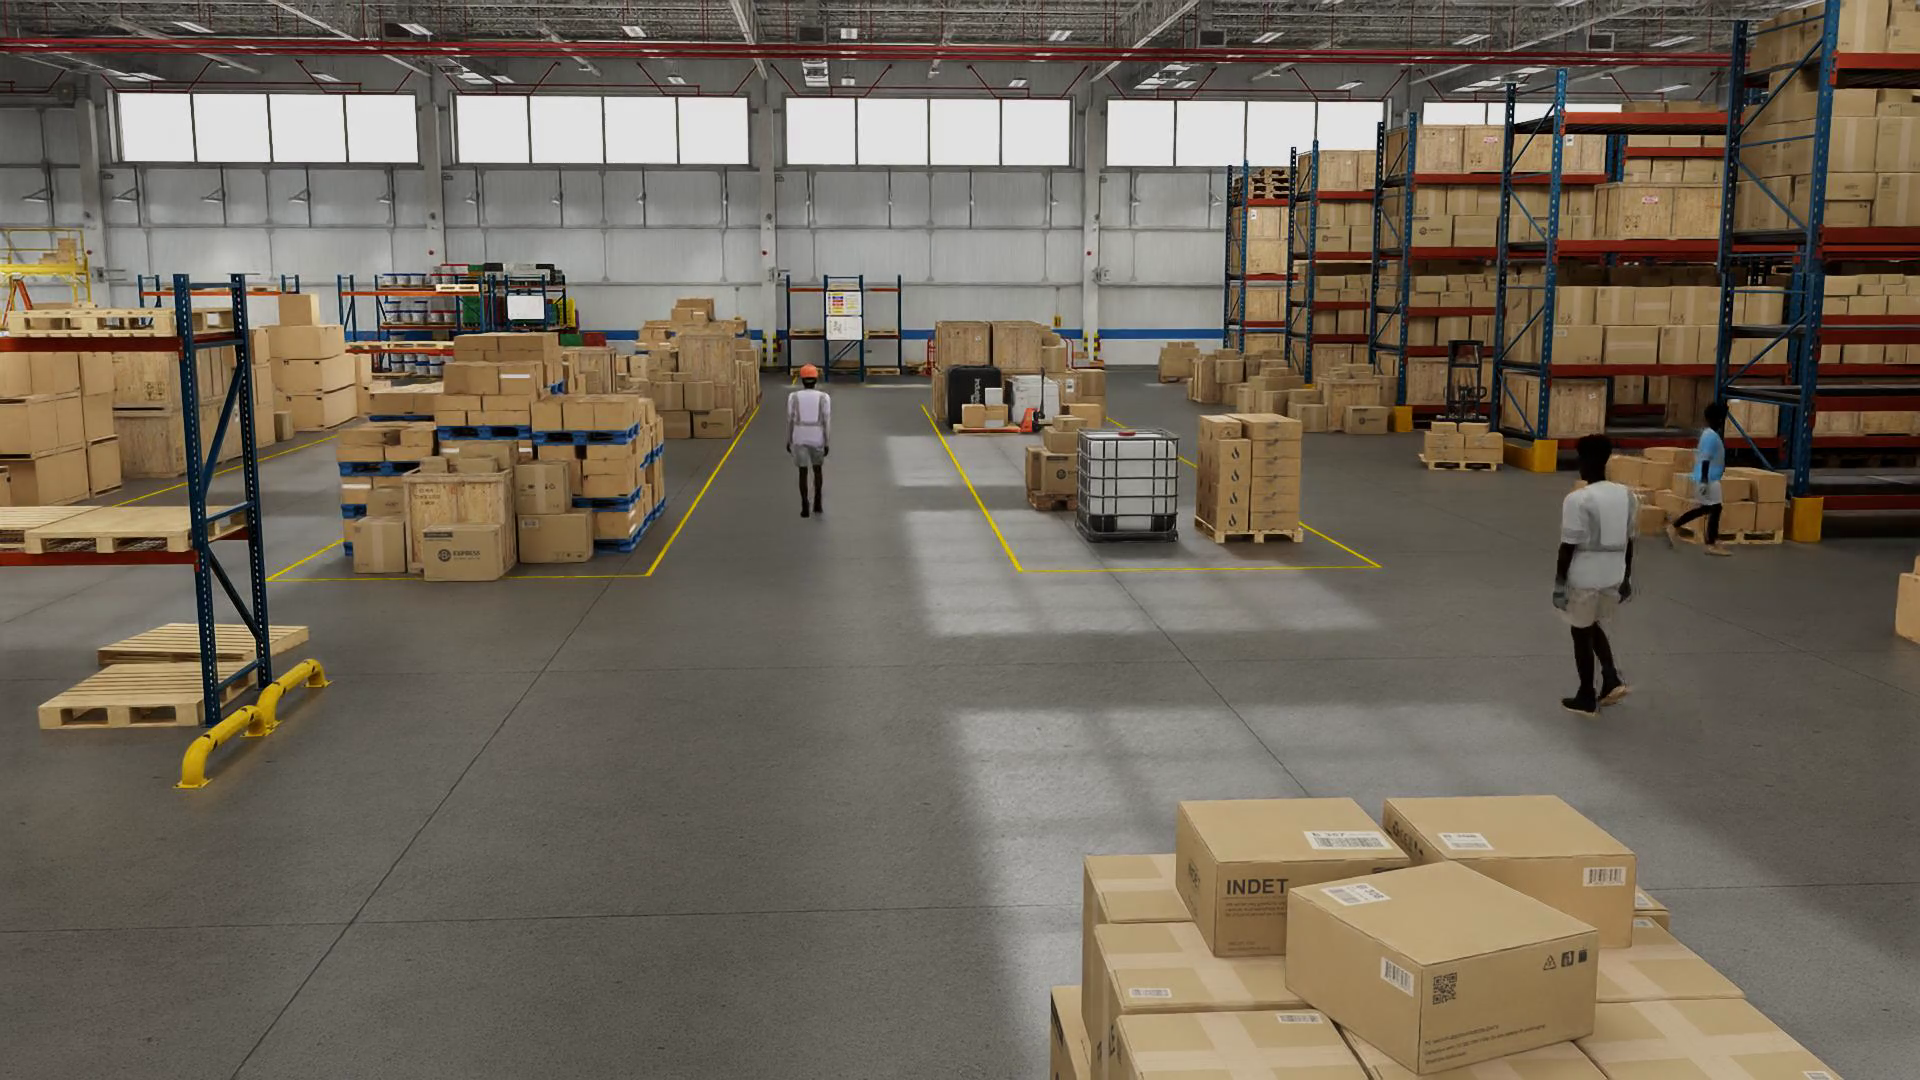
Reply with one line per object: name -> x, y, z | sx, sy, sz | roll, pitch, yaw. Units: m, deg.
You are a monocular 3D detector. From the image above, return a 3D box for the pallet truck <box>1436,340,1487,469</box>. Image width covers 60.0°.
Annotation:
pallet truck -> 8.004, -2.170, 26.422 | 0.823, 1.965, 1.885 | 2, 9, 14

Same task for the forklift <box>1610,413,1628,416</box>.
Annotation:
forklift -> 13.849, -4.161, 36.159 | 1.873, 2.768, 1.129 | 8, 12, 42

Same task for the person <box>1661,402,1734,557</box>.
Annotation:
person -> 8.040, -0.671, 18.040 | 0.670, 1.670, 0.542 | 4, 10, 23

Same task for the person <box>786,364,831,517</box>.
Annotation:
person -> -1.915, -1.267, 21.062 | 0.559, 1.898, 0.911 | -1, 9, -6

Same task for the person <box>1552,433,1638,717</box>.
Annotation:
person -> 4.320, 0.244, 11.394 | 0.635, 1.949, 0.416 | -4, 10, -26
